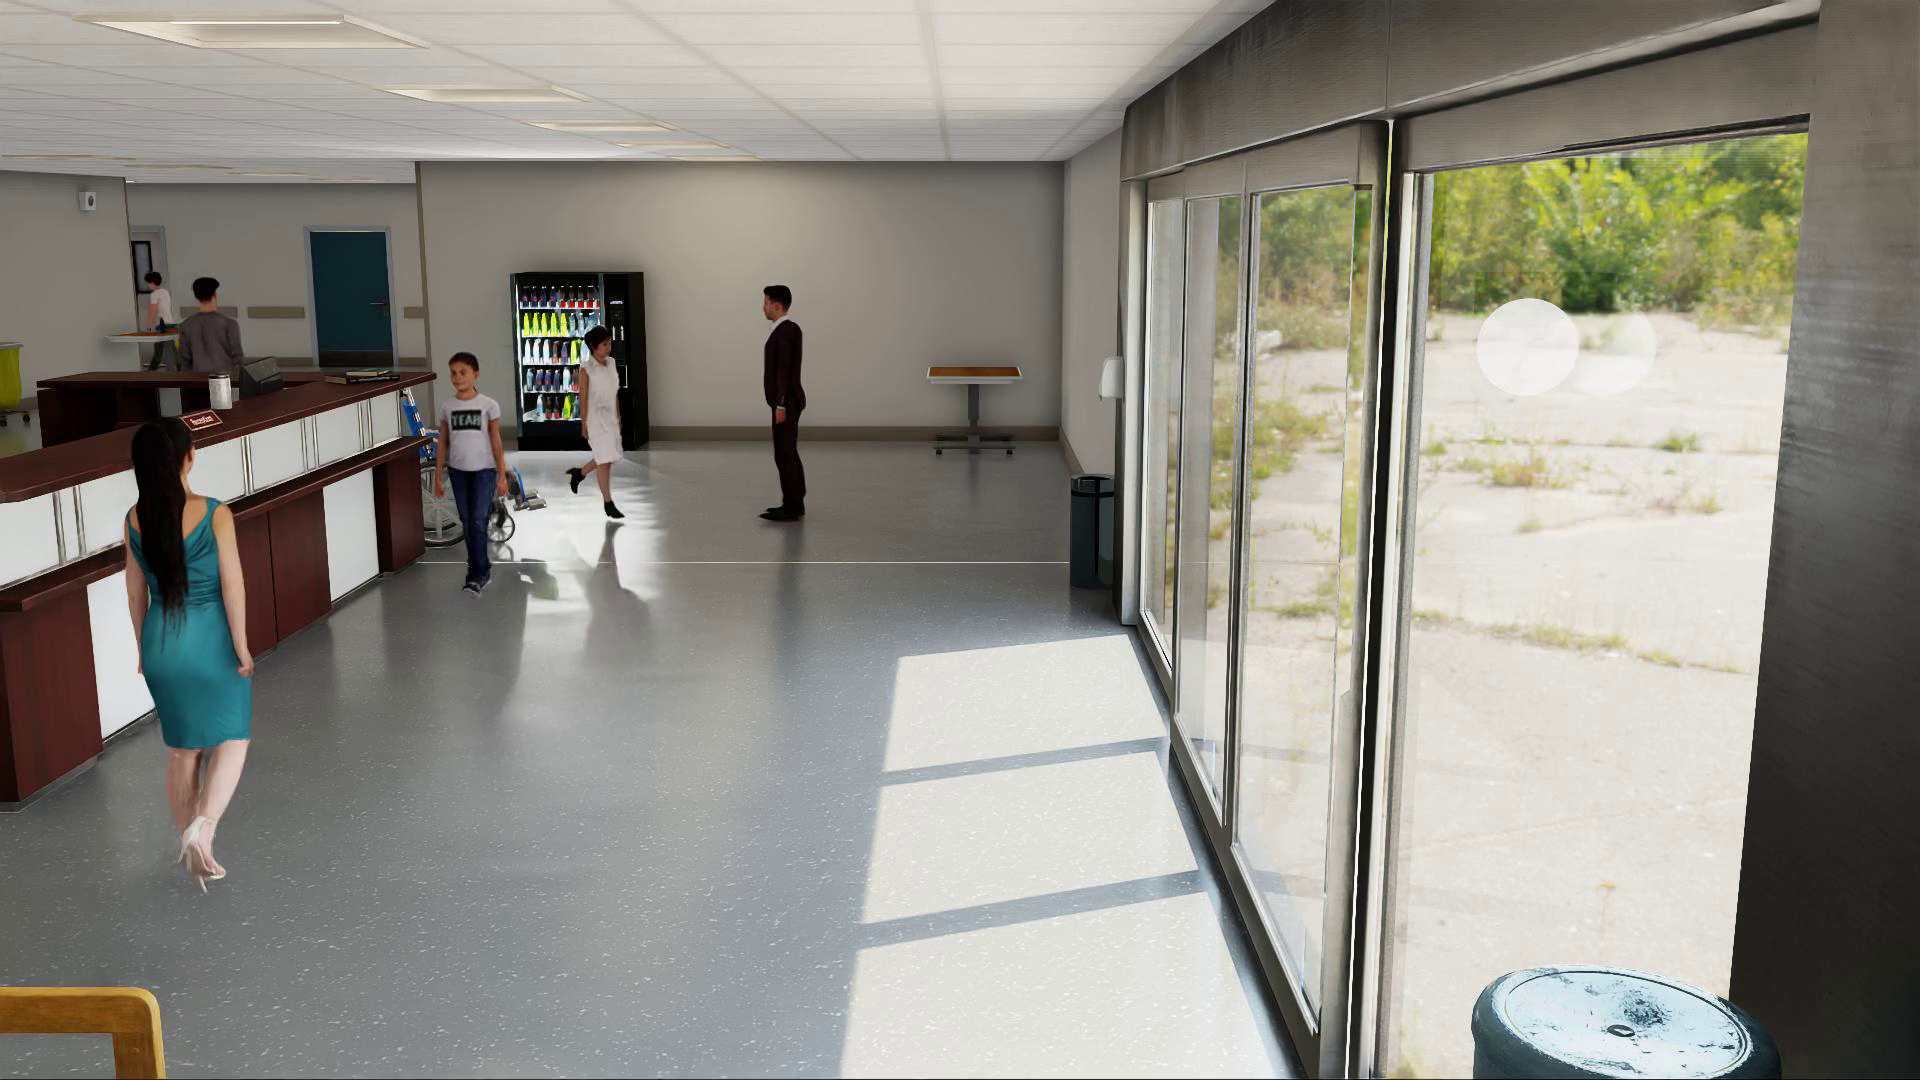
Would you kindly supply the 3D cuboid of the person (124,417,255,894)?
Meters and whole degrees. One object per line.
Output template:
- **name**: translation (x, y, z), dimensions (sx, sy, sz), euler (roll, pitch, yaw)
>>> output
- **person**: translation (-2.672, 0.436, 5.708), dimensions (0.616, 1.665, 0.664), euler (-1, 11, -4)

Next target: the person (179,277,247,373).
- **person**: translation (-6.184, -1.209, 13.770), dimensions (0.581, 1.892, 0.796), euler (-1, 11, -3)

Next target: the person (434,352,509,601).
- **person**: translation (-3.071, -0.414, 10.554), dimensions (0.905, 1.529, 0.640), euler (0, 11, 2)

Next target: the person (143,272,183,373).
- **person**: translation (-11.681, -3.122, 24.582), dimensions (1.045, 1.621, 0.591), euler (0, 11, 1)

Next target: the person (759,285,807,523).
- **person**: translation (-1.377, -1.092, 13.245), dimensions (0.572, 1.858, 0.670), euler (0, 11, 0)

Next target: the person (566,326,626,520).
- **person**: translation (-2.923, -0.935, 13.288), dimensions (0.966, 1.533, 0.826), euler (5, 12, 24)
